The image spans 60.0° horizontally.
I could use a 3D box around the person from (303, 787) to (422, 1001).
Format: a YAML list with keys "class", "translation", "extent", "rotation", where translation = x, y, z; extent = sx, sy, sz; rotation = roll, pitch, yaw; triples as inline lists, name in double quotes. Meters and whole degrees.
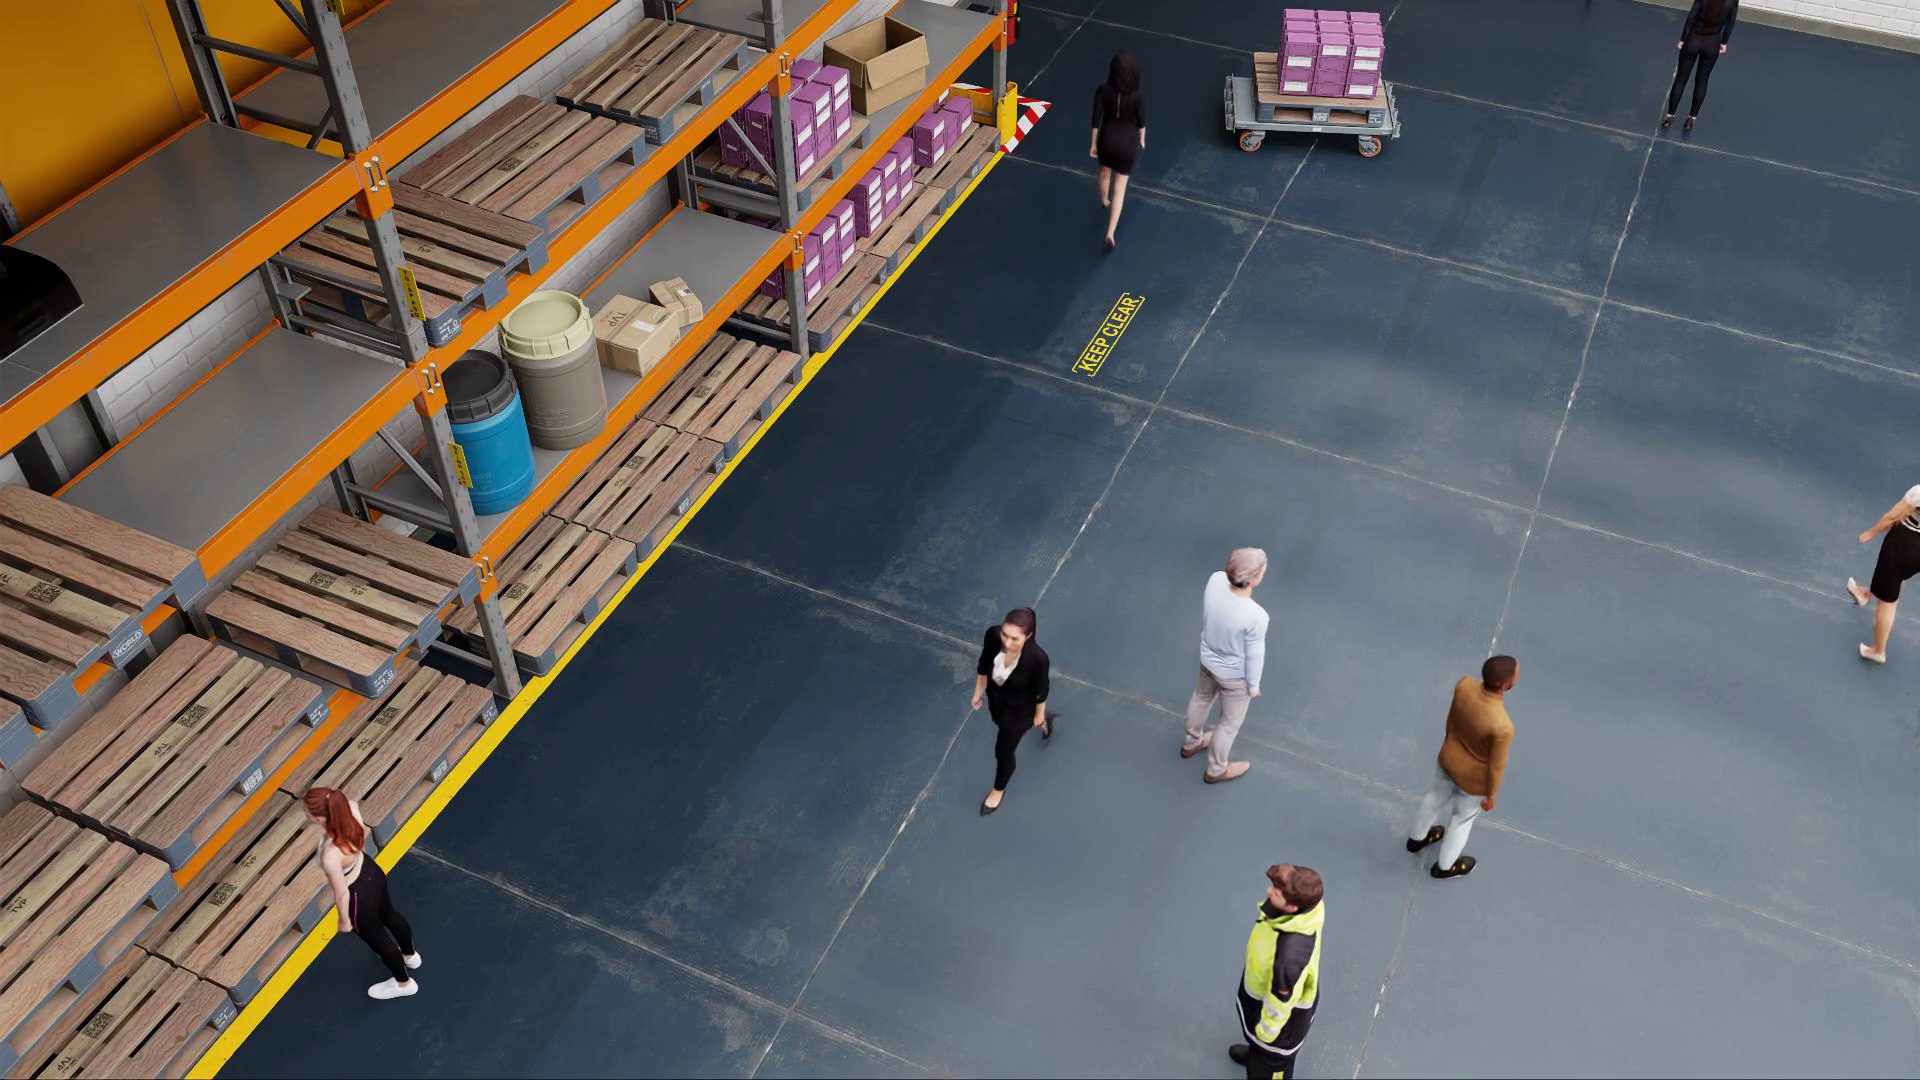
- class: "person"
  translation: [-3.216, 1.888, 8.963]
  extent: [0.720, 1.740, 0.592]
  rotation: [1, 44, 1]

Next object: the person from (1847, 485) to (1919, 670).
- class: "person"
  translation: [6.194, 0.159, 10.790]
  extent: [0.916, 1.723, 1.110]
  rotation: [-2, 44, -2]

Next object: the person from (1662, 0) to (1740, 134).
- class: "person"
  translation: [7.106, -4.730, 15.931]
  extent: [0.613, 1.711, 0.531]
  rotation: [11, 45, 11]

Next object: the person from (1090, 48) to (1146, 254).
- class: "person"
  translation: [1.338, -3.311, 14.399]
  extent: [0.690, 1.770, 1.026]
  rotation: [12, 45, 12]

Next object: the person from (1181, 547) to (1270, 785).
- class: "person"
  translation: [1.604, 0.753, 10.047]
  extent: [0.764, 1.887, 0.751]
  rotation: [-23, 48, -22]

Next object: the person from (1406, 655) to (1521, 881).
- class: "person"
  translation: [2.894, 1.295, 9.529]
  extent: [0.759, 1.817, 0.724]
  rotation: [-20, 47, -19]

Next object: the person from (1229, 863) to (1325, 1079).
- class: "person"
  translation: [1.619, 2.271, 8.387]
  extent: [0.884, 1.980, 0.683]
  rotation: [7, 44, 7]

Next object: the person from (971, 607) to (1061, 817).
- class: "person"
  translation: [0.368, 0.938, 10.040]
  extent: [0.801, 1.630, 1.101]
  rotation: [33, 53, 30]
